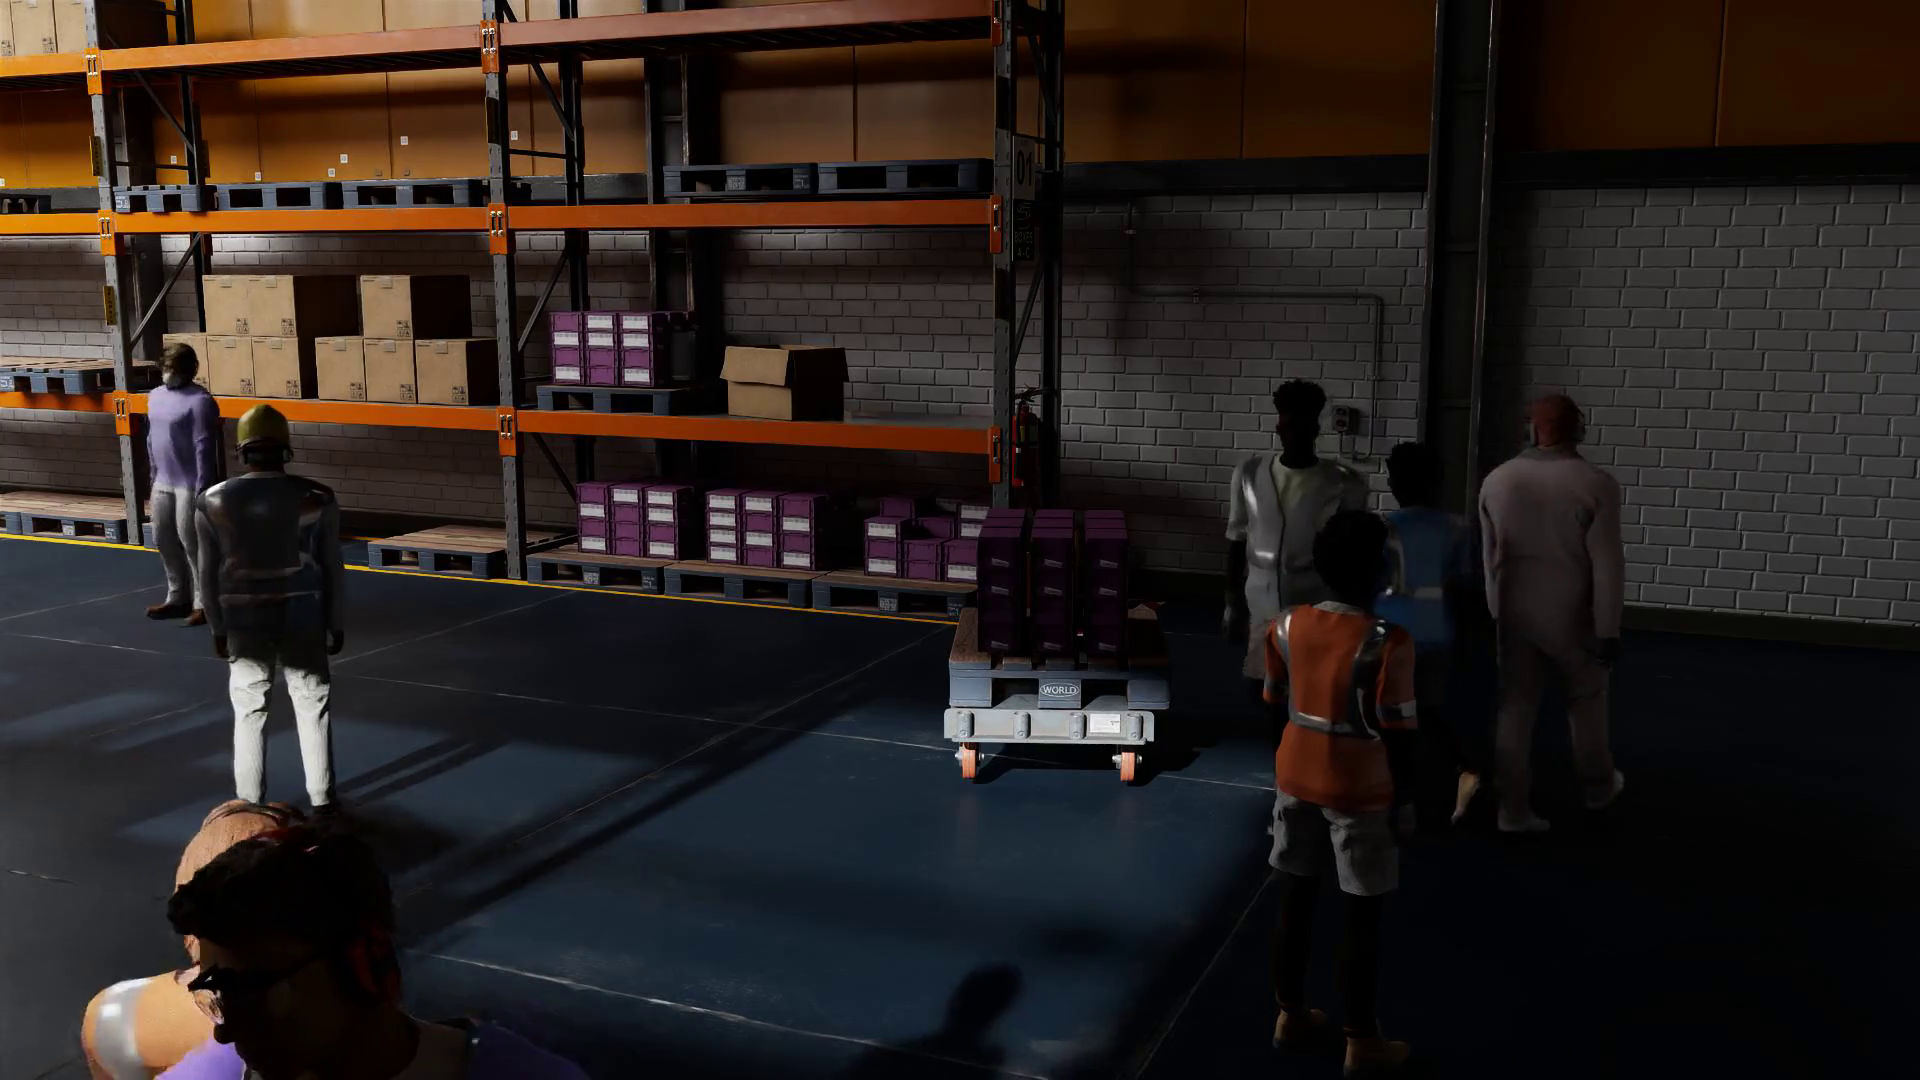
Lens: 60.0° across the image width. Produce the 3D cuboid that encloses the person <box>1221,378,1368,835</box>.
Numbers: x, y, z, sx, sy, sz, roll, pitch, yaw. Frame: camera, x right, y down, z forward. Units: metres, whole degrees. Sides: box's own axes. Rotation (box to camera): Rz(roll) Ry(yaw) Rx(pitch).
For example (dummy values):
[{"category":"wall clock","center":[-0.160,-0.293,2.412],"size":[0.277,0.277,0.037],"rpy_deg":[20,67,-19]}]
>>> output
[{"category":"person","center":[1.485,0.253,7.250],"size":[0.608,1.945,0.787],"rpy_deg":[6,11,30]}]

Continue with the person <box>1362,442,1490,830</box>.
[{"category":"person","center":[1.934,0.429,6.989],"size":[0.555,1.673,0.566],"rpy_deg":[-3,10,-18]}]

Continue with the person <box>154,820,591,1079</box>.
[{"category":"person","center":[-0.660,1.187,2.108],"size":[0.615,1.802,0.890],"rpy_deg":[0,9,2]}]

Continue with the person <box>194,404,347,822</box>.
[{"category":"person","center":[-2.946,0.329,7.169],"size":[0.588,1.825,0.404],"rpy_deg":[-3,10,-18]}]

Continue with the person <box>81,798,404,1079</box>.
[{"category":"person","center":[-1.096,1.197,2.640],"size":[0.501,1.586,0.845],"rpy_deg":[-2,10,-10]}]

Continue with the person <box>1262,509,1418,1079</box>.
[{"category":"person","center":[1.141,0.752,4.996],"size":[0.322,1.697,0.533],"rpy_deg":[-8,12,-38]}]

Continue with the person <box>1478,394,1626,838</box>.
[{"category":"person","center":[2.579,0.317,7.141],"size":[0.949,1.858,0.694],"rpy_deg":[-9,13,-44]}]

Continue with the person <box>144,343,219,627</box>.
[{"category":"person","center":[-5.145,-0.357,11.045],"size":[0.686,1.908,0.368],"rpy_deg":[5,11,29]}]
